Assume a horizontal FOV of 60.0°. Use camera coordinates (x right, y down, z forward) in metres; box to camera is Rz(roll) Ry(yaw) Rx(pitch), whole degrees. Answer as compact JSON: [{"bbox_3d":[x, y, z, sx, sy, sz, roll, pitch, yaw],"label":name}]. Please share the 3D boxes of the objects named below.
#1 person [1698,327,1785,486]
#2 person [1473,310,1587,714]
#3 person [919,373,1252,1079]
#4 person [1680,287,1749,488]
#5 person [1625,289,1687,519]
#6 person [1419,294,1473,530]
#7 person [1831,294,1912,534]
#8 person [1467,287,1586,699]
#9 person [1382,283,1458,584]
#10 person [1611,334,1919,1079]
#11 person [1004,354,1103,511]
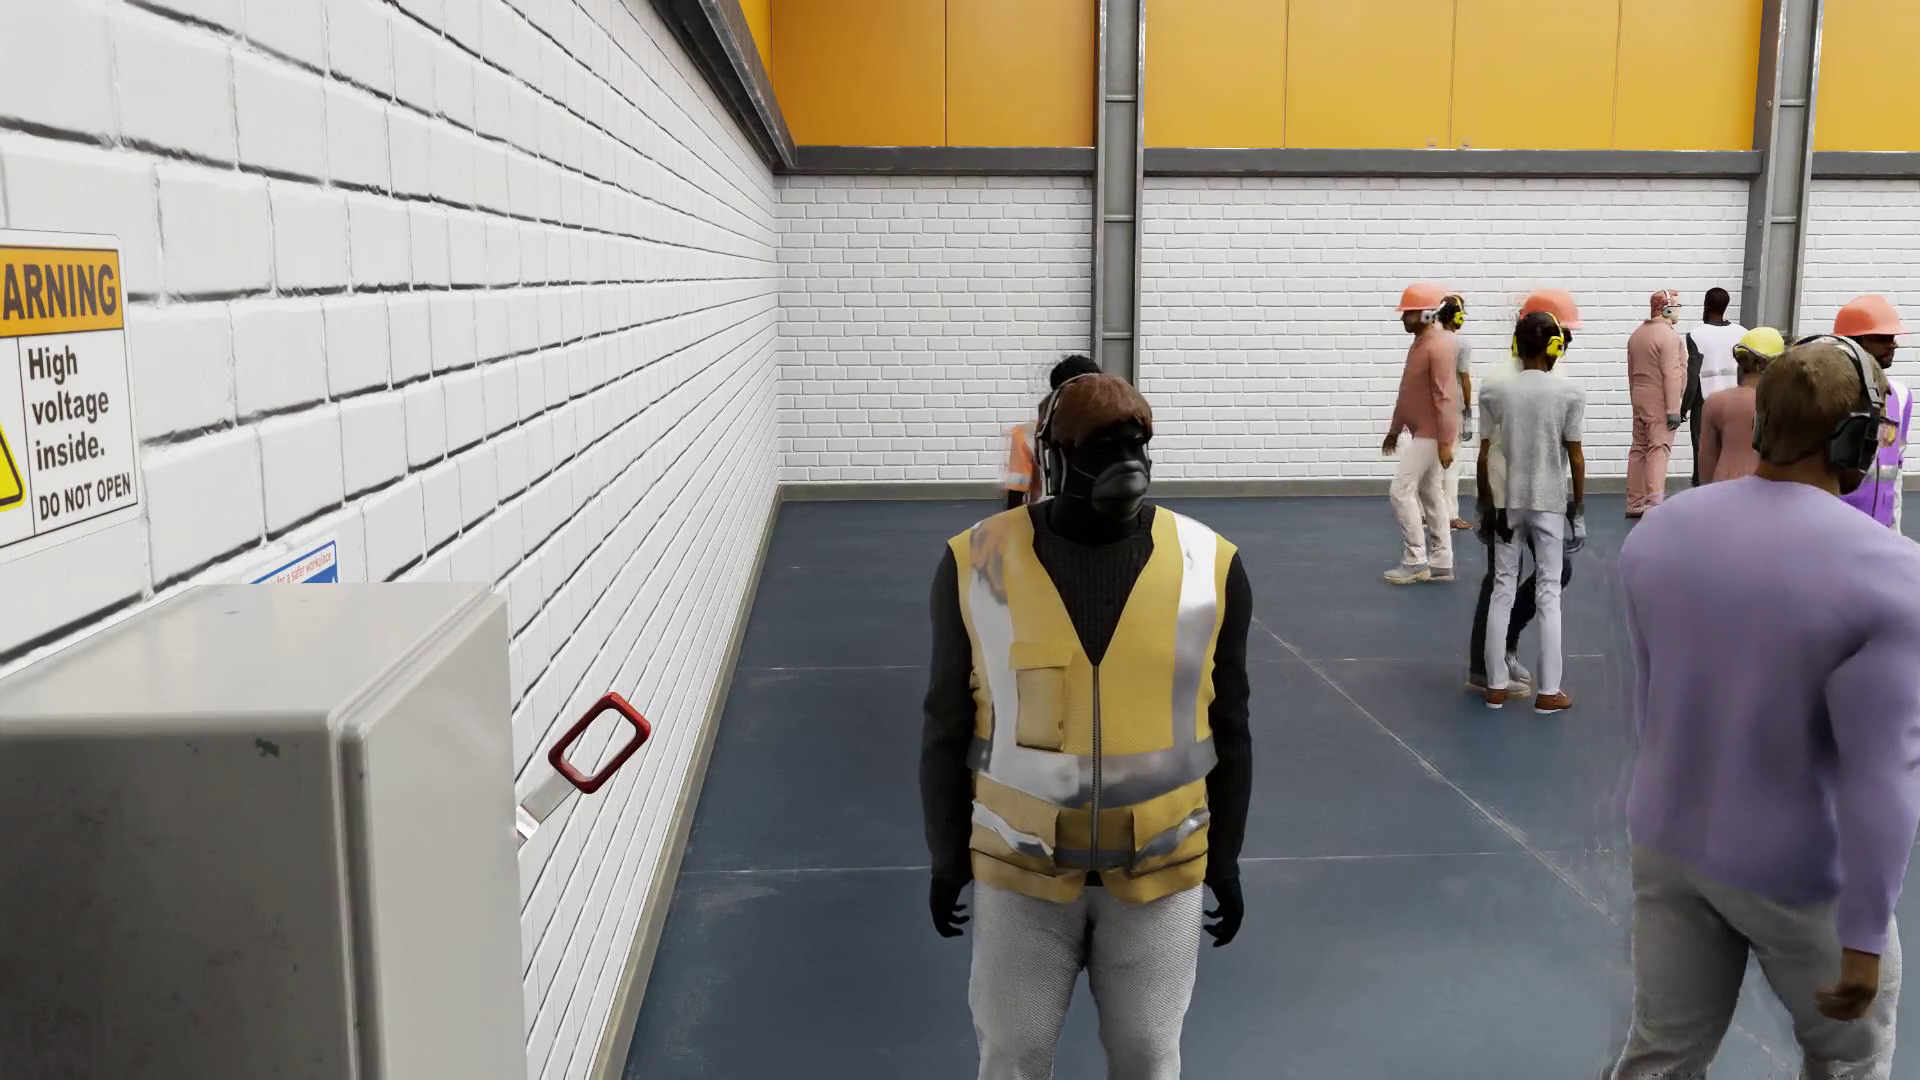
[{"bbox_3d":[4.023,-0.199,8.490,0.328,1.761,0.523,-6,11,-32],"label":"person"},{"bbox_3d":[2.645,-0.128,7.719,0.518,1.865,0.326,6,11,32],"label":"person"},{"bbox_3d":[0.239,0.608,3.151,0.633,1.845,0.429,0,9,1],"label":"person"},{"bbox_3d":[6.403,-1.181,14.153,0.587,1.920,0.391,-3,9,-15],"label":"person"},{"bbox_3d":[5.726,-1.090,13.620,0.406,1.911,0.638,-1,9,-7],"label":"person"},{"bbox_3d":[3.867,-1.012,13.254,0.314,1.870,0.517,-7,11,-38],"label":"person"},{"bbox_3d":[3.807,-0.072,7.120,0.551,1.942,0.344,-2,9,-12],"label":"person"},{"bbox_3d":[2.699,-0.211,7.917,0.691,1.966,0.500,-9,13,-43],"label":"person"},{"bbox_3d":[2.997,-0.688,10.923,0.655,1.967,0.634,1,9,7],"label":"person"},{"bbox_3d":[1.514,0.583,3.076,0.737,1.910,0.650,-5,10,-30],"label":"person"},{"bbox_3d":[0.421,0.027,7.339,0.664,1.668,0.348,-2,9,-13],"label":"person"}]
